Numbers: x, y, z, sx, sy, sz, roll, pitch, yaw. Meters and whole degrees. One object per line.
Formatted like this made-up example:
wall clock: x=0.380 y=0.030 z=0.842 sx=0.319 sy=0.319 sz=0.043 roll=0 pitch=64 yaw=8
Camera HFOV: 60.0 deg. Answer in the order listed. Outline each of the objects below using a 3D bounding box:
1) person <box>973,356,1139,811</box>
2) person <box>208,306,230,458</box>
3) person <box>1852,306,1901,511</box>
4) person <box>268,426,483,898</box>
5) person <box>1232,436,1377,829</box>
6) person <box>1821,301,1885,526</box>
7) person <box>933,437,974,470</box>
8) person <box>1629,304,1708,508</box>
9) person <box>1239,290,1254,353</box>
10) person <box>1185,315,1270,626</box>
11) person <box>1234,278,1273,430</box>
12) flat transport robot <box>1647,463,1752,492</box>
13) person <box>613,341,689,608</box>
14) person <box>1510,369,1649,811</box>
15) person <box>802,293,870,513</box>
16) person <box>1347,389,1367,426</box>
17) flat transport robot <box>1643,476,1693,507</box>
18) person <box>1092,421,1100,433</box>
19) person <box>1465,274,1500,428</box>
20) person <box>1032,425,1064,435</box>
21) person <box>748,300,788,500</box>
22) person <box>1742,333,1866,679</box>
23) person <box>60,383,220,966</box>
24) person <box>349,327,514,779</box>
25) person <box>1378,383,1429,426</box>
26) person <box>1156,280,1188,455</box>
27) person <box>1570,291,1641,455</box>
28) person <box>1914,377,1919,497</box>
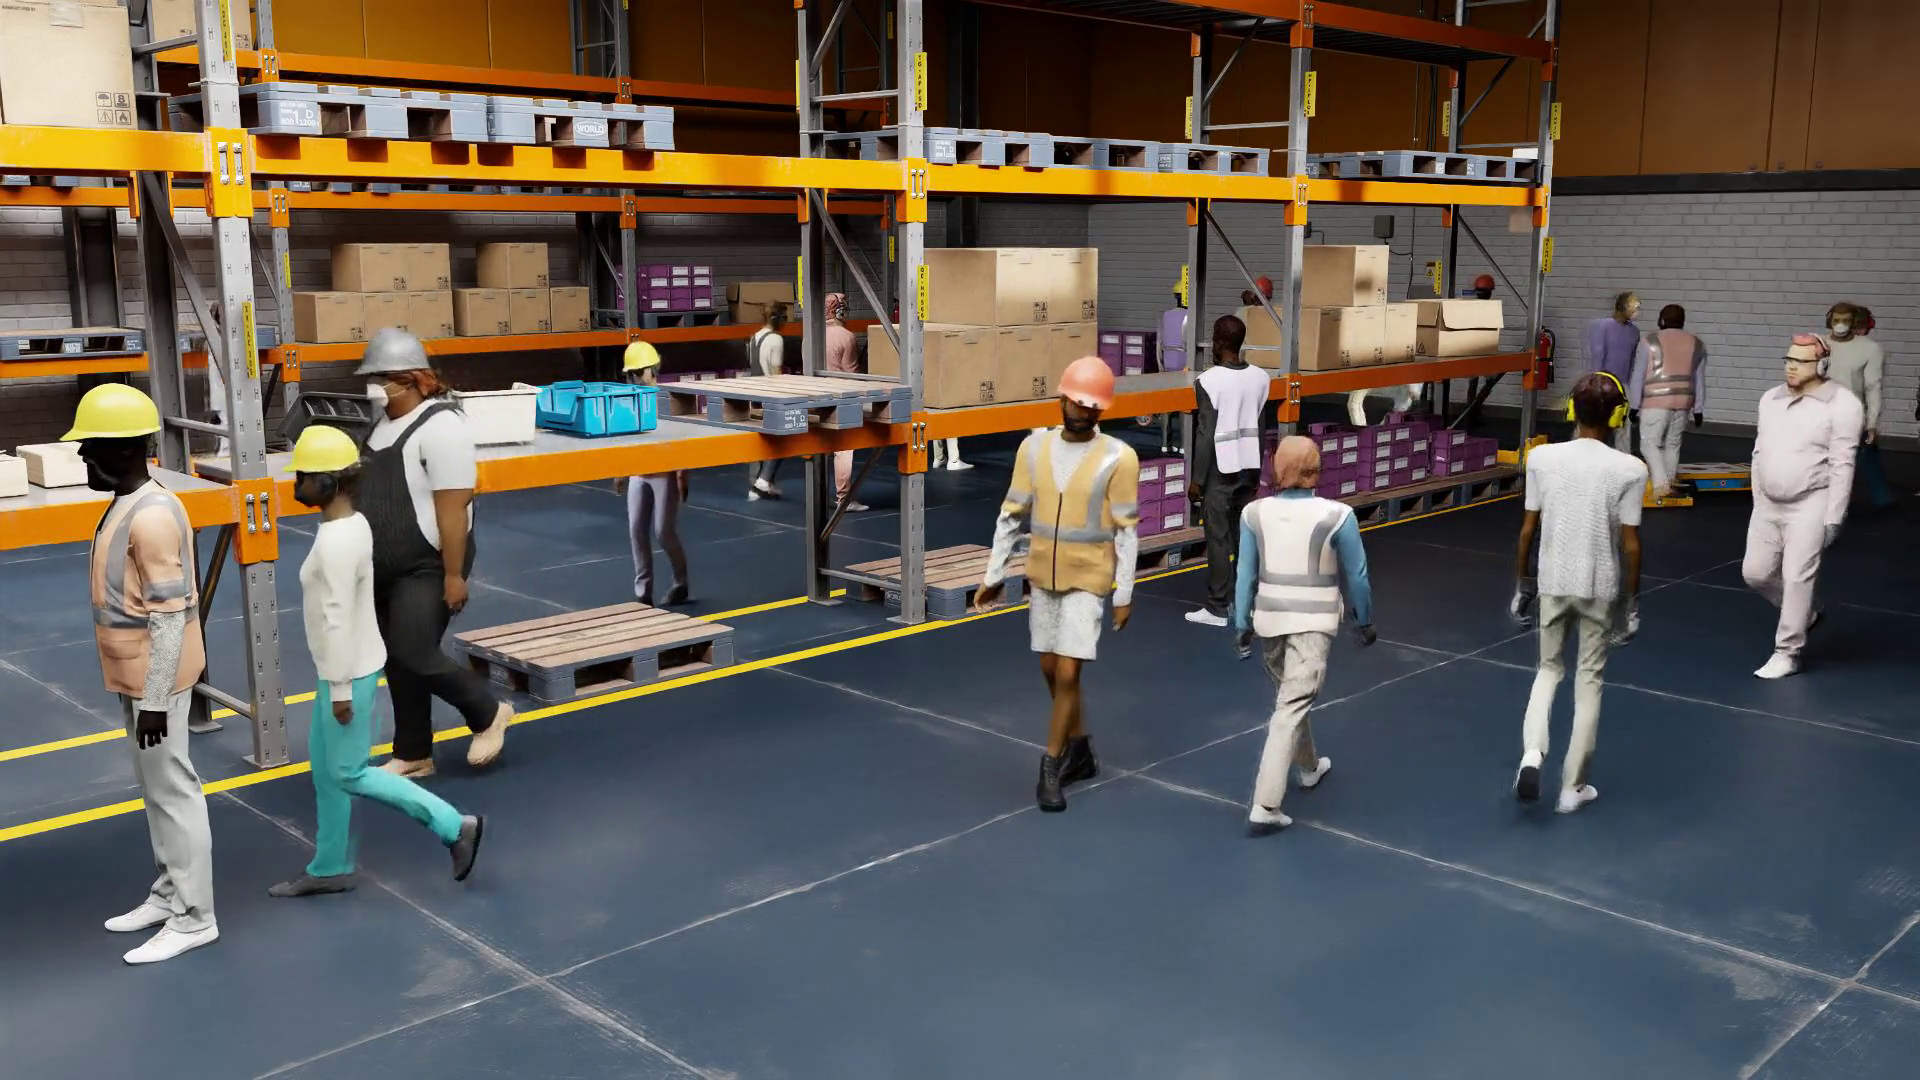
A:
person: x=0.427 y=0.171 z=7.081 sx=0.655 sy=1.903 sz=0.601 roll=6 pitch=12 yaw=29
person: x=-6.092 y=-1.102 z=14.168 sx=0.803 sy=1.843 sz=0.566 roll=-8 pitch=13 yaw=-36
person: x=7.836 y=-1.143 z=14.572 sx=0.788 sy=1.796 sz=0.562 roll=-3 pitch=11 yaw=-16
person: x=-2.148 y=0.454 z=5.981 sx=0.703 sy=1.745 sz=0.524 roll=-3 pitch=11 yaw=-14
person: x=1.401 y=0.364 z=6.902 sx=0.519 sy=1.583 sz=0.901 roll=8 pitch=13 yaw=38
person: x=7.098 y=-0.987 z=13.467 sx=0.638 sy=1.893 sz=1.045 roll=6 pitch=12 yaw=32
person: x=-0.101 y=-1.658 z=17.146 sx=0.328 sy=1.874 sz=0.517 roll=-8 pitch=13 yaw=-36
person: x=6.305 y=-1.176 z=14.724 sx=0.643 sy=1.808 sz=0.688 roll=-1 pitch=10 yaw=-3
person: x=4.051 y=-2.674 z=23.317 sx=0.512 sy=1.642 sz=0.312 roll=-5 pitch=12 yaw=-27
person: x=1.662 y=-0.425 z=10.296 sx=0.596 sy=1.918 sz=0.380 roll=-8 pitch=13 yaw=-37
person: x=3.407 y=-2.033 z=19.058 sx=0.646 sy=1.936 sz=1.057 roll=7 pitch=13 yaw=34
flat transport robot: x=6.974 y=-0.580 z=15.638 sx=1.431 sy=0.197 sz=0.652 roll=-2 pitch=11 yaw=-9
person: x=-1.991 y=-0.408 z=10.687 sx=0.563 sy=1.750 sz=0.489 roll=5 pitch=12 yaw=27
person: x=2.535 y=0.230 z=6.878 sx=0.536 sy=1.859 sz=0.470 roll=8 pitch=13 yaw=36
person: x=-1.070 y=-1.189 z=14.494 sx=0.651 sy=1.907 sz=0.409 roll=9 pitch=14 yaw=41
person: x=4.494 y=-1.816 z=18.694 sx=0.333 sy=1.606 sz=0.534 roll=5 pitch=11 yaw=24
flat transport robot: x=5.997 y=-0.502 z=15.213 sx=0.652 sy=0.197 sz=1.431 roll=-2 pitch=11 yaw=-9
person: x=1.004 y=-1.321 z=15.016 sx=0.531 sy=1.978 sz=0.618 roll=-6 pitch=12 yaw=-29
person: x=6.474 y=-2.348 z=20.761 sx=0.452 sy=1.921 sz=0.548 roll=-10 pitch=14 yaw=-43
person: x=1.034 y=-1.636 z=17.074 sx=0.862 sy=1.847 sz=0.616 roll=-4 pitch=11 yaw=-21
person: x=-1.744 y=-1.258 z=15.090 sx=0.454 sy=1.822 sz=0.645 roll=-8 pitch=13 yaw=-37
person: x=4.599 y=-0.187 z=9.082 sx=0.558 sy=1.887 sz=0.651 roll=-5 pitch=11 yaw=-25
person: x=-2.721 y=0.440 z=5.551 sx=0.362 sy=1.928 sz=0.587 roll=-7 pitch=13 yaw=-34
person: x=-2.377 y=0.075 z=7.234 sx=0.599 sy=2.000 sz=0.695 roll=-10 pitch=14 yaw=-44
person: x=4.693 y=-1.657 z=17.636 sx=0.833 sy=1.693 sz=0.511 roll=4 pitch=11 yaw=20
person: x=2.430 y=-1.898 z=18.311 sx=0.383 sy=1.923 sz=0.590 roll=-10 pitch=14 yaw=-44
person: x=6.320 y=-1.478 z=16.196 sx=0.669 sy=1.874 sz=1.048 roll=-3 pitch=11 yaw=-18
person: x=9.116 y=-1.198 z=15.334 sx=0.566 sy=1.616 sz=0.560 roll=-2 pitch=11 yaw=-12
